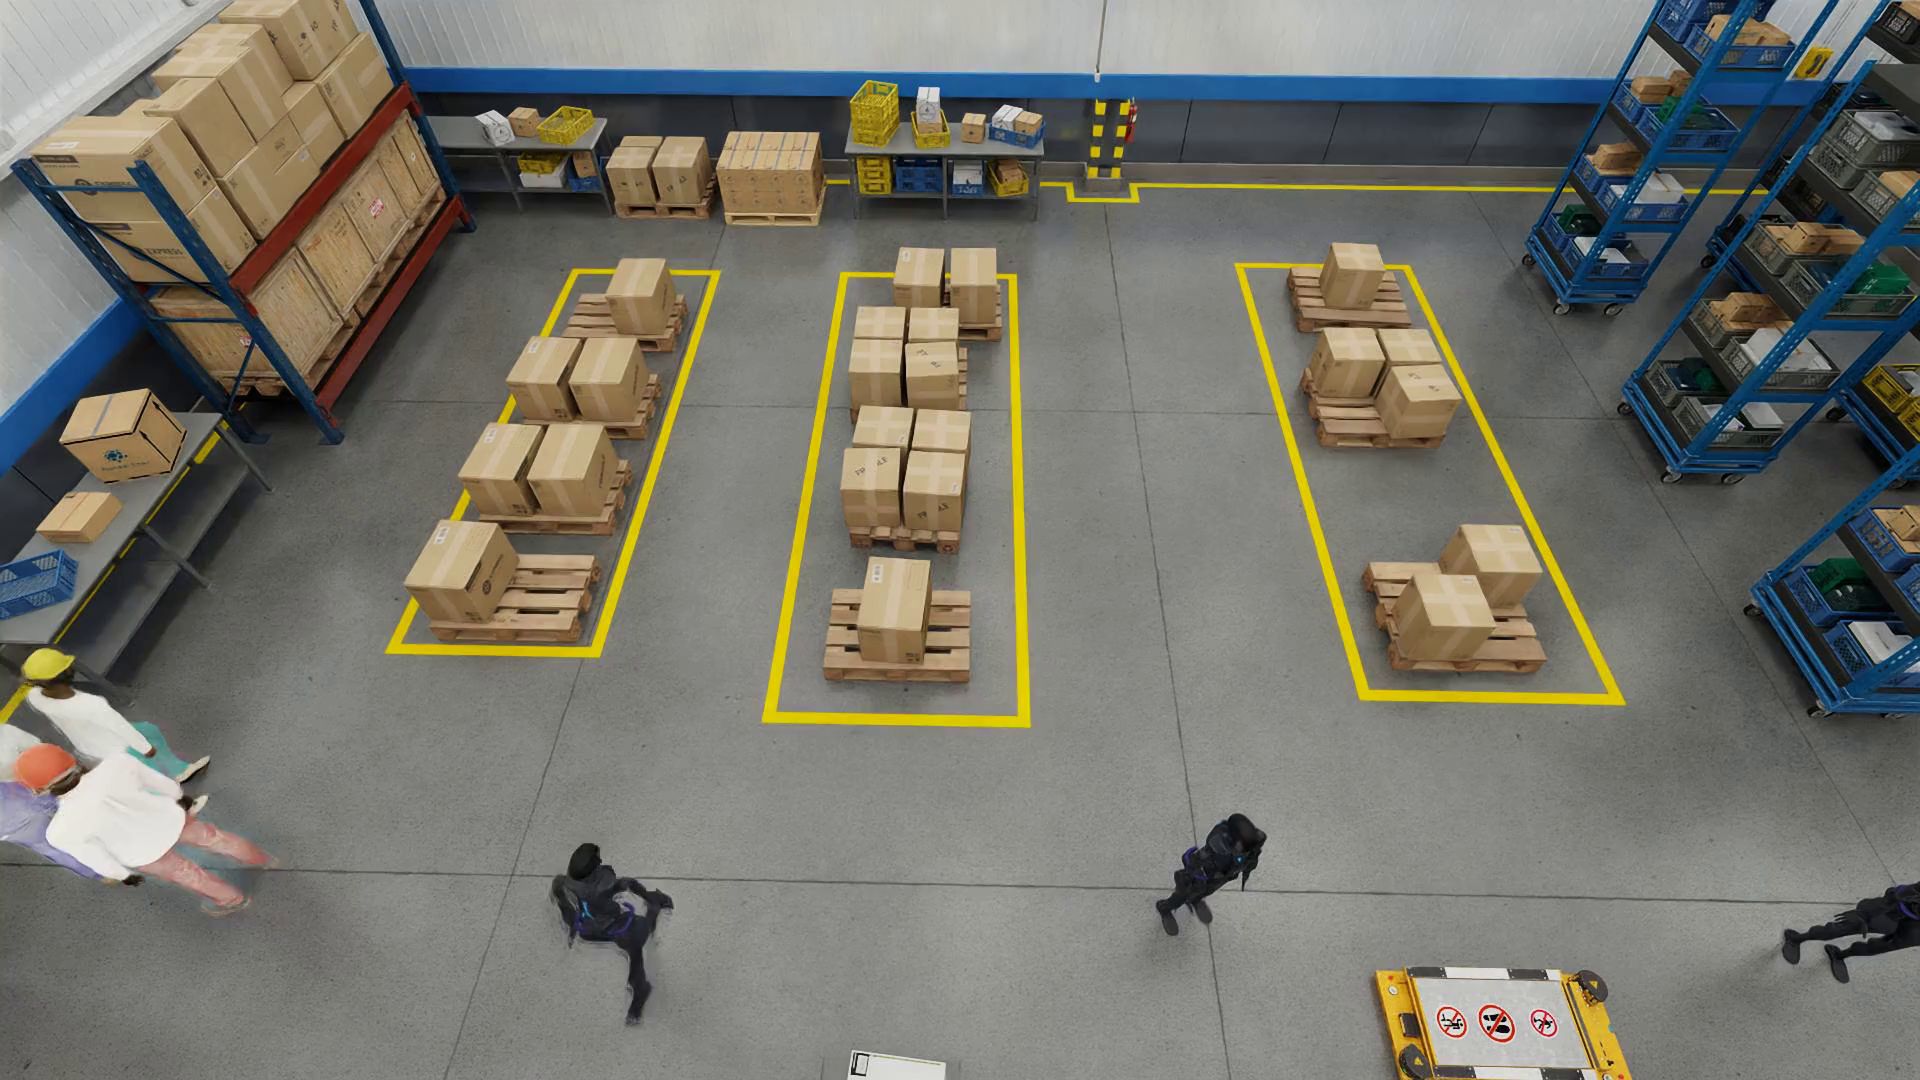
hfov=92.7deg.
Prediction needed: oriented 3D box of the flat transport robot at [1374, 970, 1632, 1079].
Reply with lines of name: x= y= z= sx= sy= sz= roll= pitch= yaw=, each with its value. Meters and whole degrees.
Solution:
flat transport robot: x=3.501 y=3.133 z=5.914 sx=1.431 sy=0.197 sz=0.652 roll=1 pitch=51 yaw=1

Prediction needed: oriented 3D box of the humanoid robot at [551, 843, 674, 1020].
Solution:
humanoid robot: x=-2.147 y=2.381 z=5.671 sx=0.579 sy=1.621 sz=0.791 roll=5 pitch=51 yaw=4

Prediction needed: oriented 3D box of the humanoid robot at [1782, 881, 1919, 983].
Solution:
humanoid robot: x=5.858 y=2.364 z=5.648 sx=0.574 sy=1.652 sz=0.324 roll=19 pitch=53 yaw=15

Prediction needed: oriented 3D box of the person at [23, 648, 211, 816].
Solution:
person: x=-5.937 y=1.385 z=6.420 sx=0.543 sy=1.709 sz=0.637 roll=9 pitch=51 yaw=7

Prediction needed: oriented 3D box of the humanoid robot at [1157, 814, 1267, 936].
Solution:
humanoid robot: x=1.599 y=2.130 z=5.840 sx=0.561 sy=1.654 sz=0.310 roll=-15 pitch=52 yaw=-12

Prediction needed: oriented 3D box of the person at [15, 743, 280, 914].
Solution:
person: x=-5.172 y=1.873 z=5.862 sx=0.407 sy=1.976 sz=0.642 roll=4 pitch=51 yaw=3

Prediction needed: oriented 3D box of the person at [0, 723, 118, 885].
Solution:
person: x=-6.174 y=1.657 z=5.993 sx=0.536 sy=2.000 sz=0.684 roll=29 pitch=56 yaw=22
